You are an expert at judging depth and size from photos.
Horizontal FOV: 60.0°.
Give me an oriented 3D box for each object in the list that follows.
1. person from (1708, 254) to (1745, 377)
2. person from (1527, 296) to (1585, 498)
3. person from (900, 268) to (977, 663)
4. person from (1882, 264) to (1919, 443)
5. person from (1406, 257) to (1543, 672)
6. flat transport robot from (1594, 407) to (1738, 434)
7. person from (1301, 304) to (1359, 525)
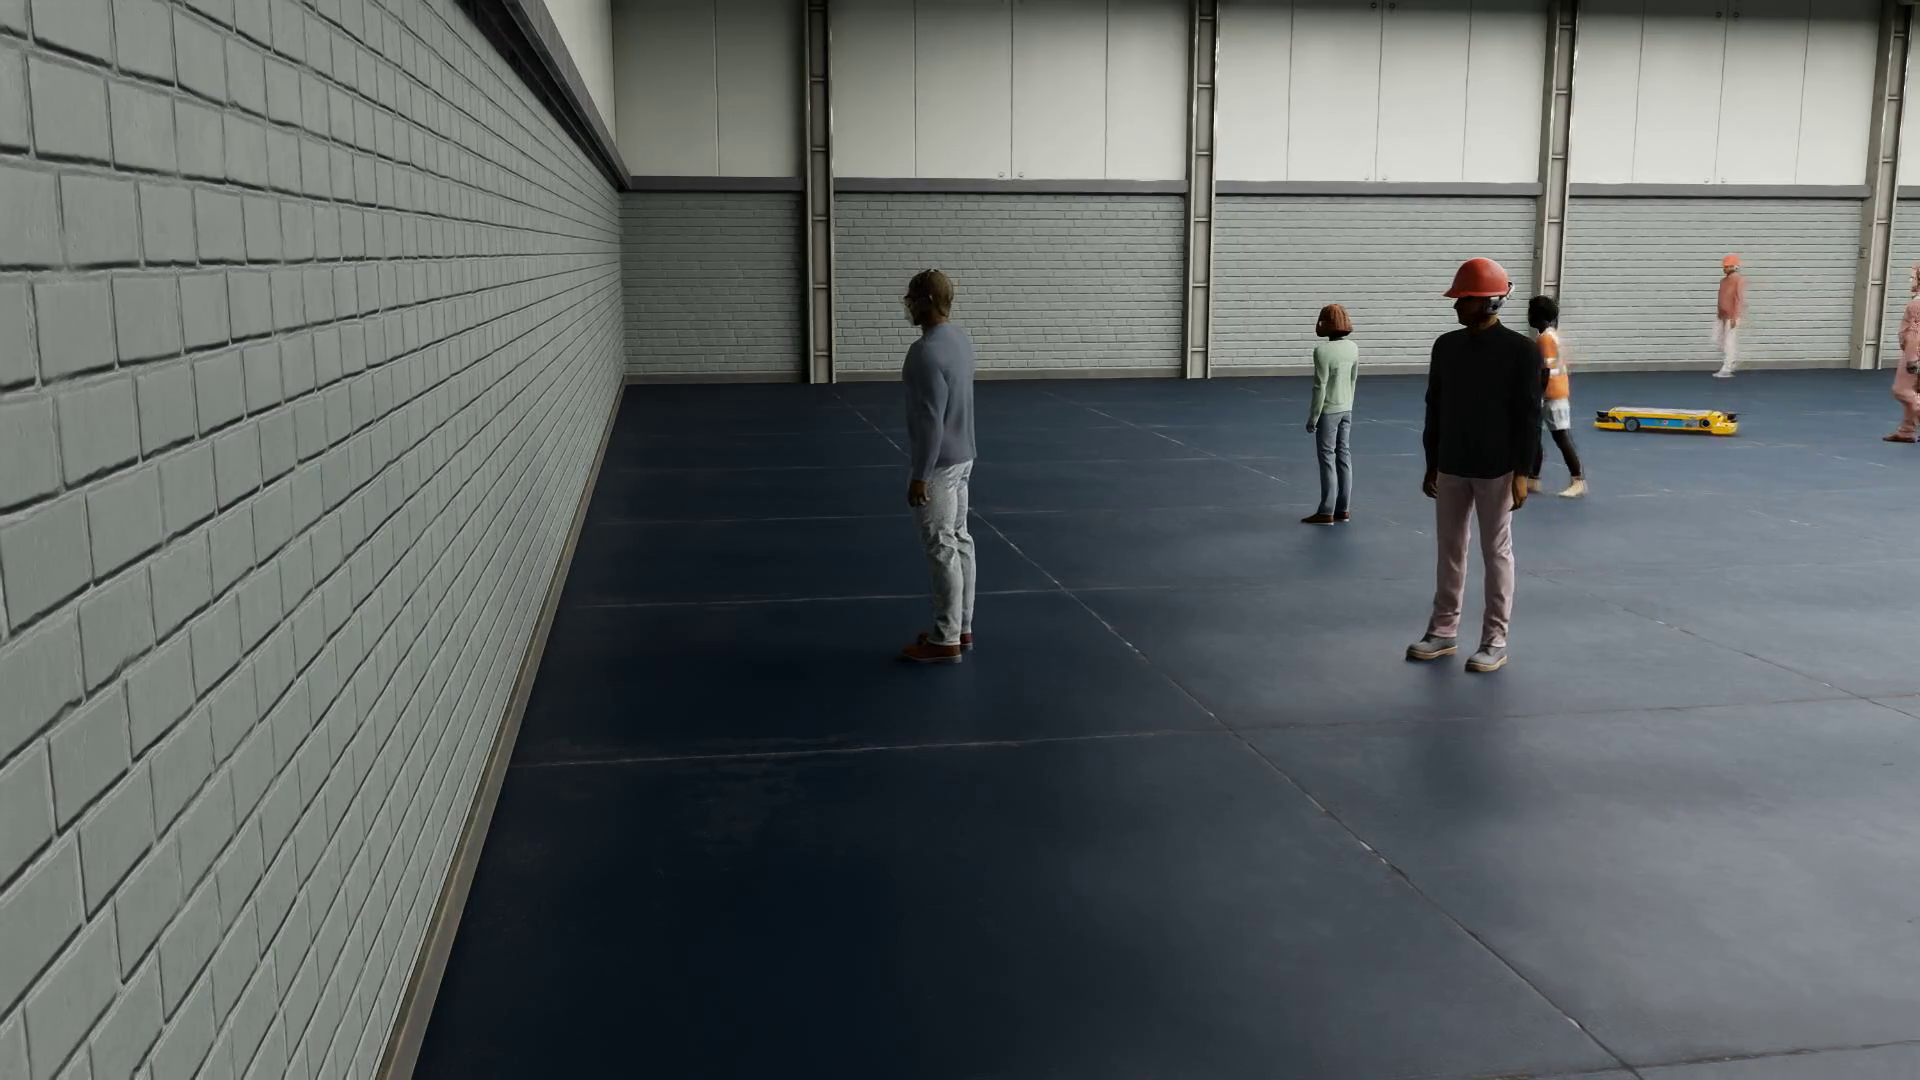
[{"bbox_3d":[12.299,-3.587,26.665,0.428,1.978,0.614,-2,10,-12],"label":"person"},{"bbox_3d":[4.923,-1.182,13.760,0.611,1.661,0.550,3,10,15],"label":"person"},{"bbox_3d":[-0.108,-0.359,8.204,0.366,1.938,0.630,3,10,17],"label":"person"},{"bbox_3d":[10.057,-1.942,17.446,0.673,1.893,0.554,-9,13,-41],"label":"person"},{"bbox_3d":[2.499,-0.362,8.067,0.392,1.991,0.612,-8,13,-38],"label":"person"},{"bbox_3d":[7.959,-1.357,18.747,1.431,0.197,0.652,5,11,28],"label":"flat transport robot"},{"bbox_3d":[2.758,-0.928,12.354,0.499,1.633,0.286,-9,14,-44],"label":"person"}]
